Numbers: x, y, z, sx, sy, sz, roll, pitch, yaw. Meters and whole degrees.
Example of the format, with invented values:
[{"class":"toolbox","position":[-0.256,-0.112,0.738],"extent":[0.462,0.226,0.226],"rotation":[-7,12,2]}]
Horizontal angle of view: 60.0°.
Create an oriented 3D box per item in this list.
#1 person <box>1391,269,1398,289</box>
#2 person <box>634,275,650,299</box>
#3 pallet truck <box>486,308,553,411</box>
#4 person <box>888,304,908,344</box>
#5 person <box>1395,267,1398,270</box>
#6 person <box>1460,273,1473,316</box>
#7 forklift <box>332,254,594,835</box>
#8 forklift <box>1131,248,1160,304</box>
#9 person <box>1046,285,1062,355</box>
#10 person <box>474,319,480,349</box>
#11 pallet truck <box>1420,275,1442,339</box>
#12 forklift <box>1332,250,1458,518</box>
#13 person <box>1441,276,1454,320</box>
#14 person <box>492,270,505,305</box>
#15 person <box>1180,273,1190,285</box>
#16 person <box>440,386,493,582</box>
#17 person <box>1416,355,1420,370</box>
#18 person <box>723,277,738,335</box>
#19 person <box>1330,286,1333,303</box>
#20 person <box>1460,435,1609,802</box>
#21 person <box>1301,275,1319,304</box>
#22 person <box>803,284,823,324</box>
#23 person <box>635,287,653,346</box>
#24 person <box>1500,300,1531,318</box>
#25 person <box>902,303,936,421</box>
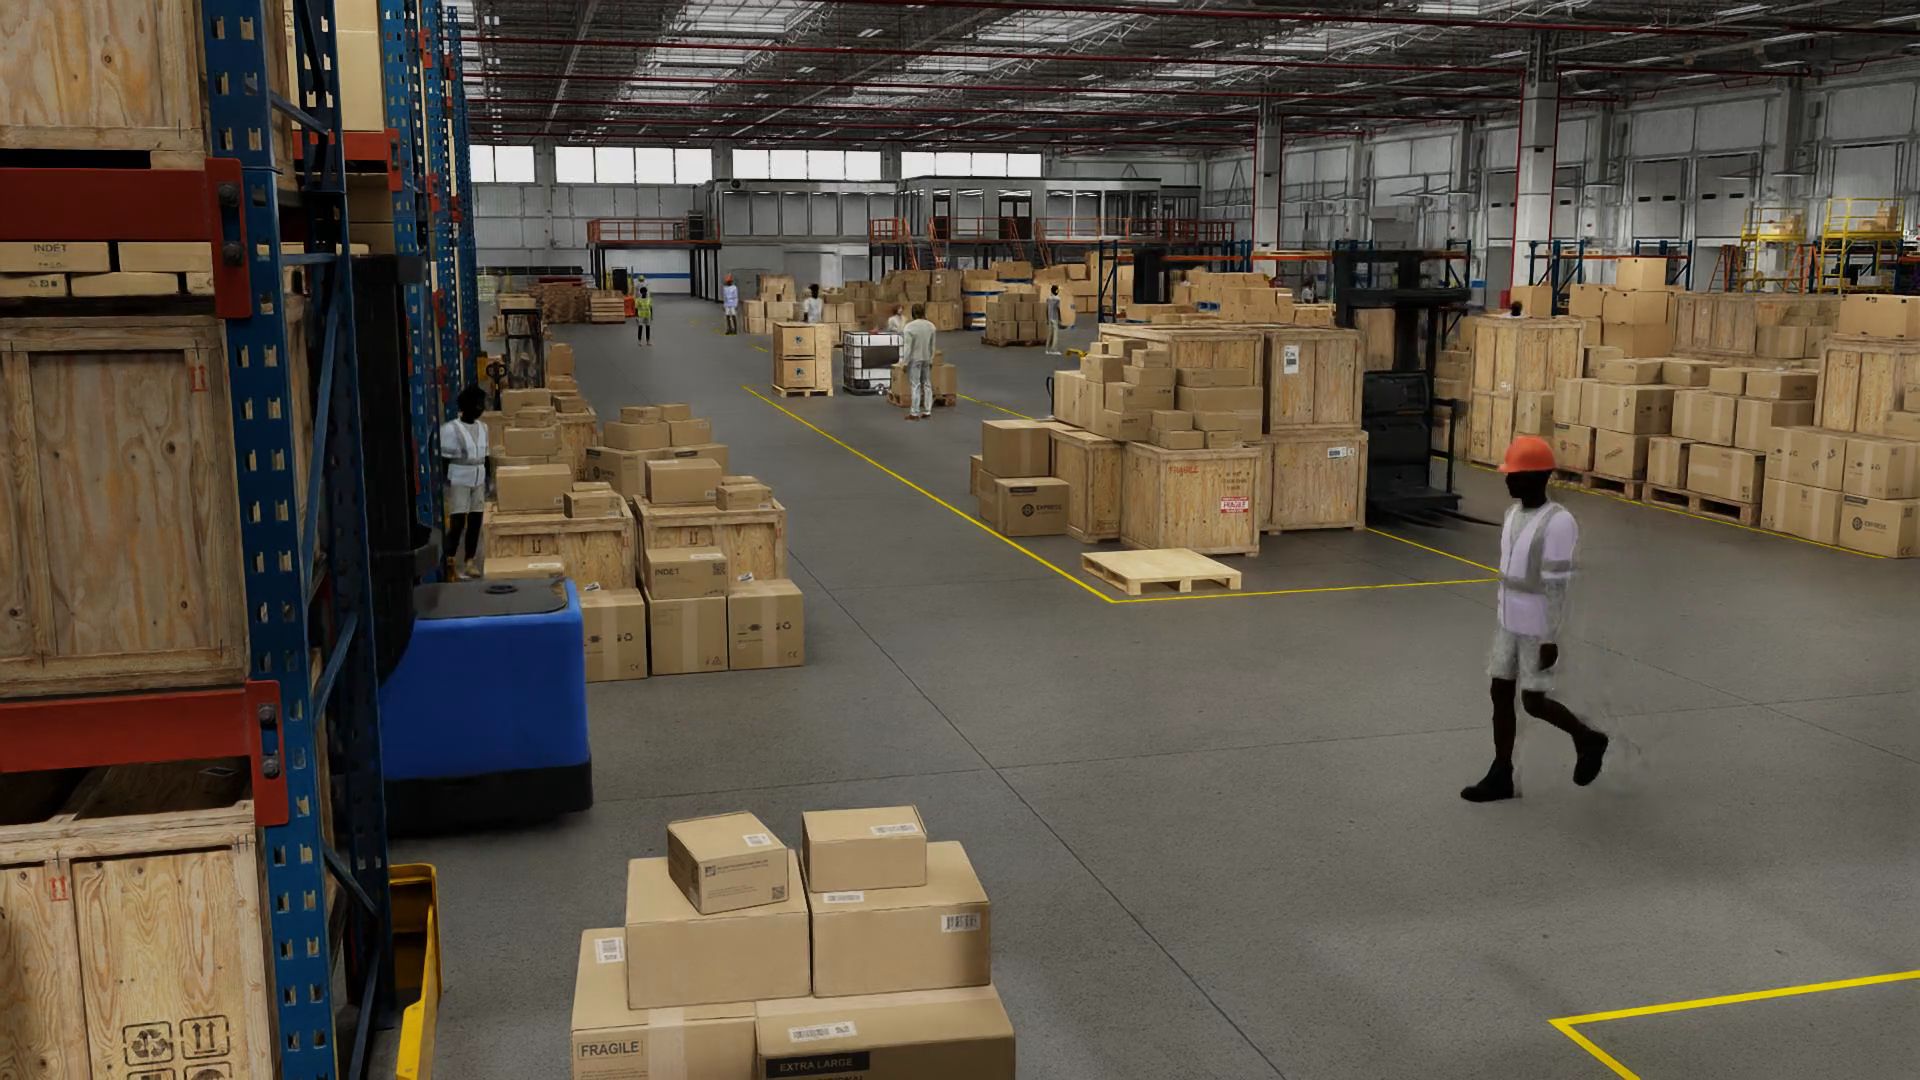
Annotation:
[{"class":"person","position":[20.367,-11.715,77.449],"extent":[0.632,1.843,0.429],"rotation":[5,11,24]},{"class":"person","position":[-12.000,-9.099,62.816],"extent":[0.611,1.789,0.942],"rotation":[-1,10,-3]},{"class":"pallet truck","position":[-6.242,-2.418,24.362],"extent":[0.823,1.965,1.885],"rotation":[1,10,3]},{"class":"person","position":[-1.380,-4.363,36.446],"extent":[0.528,1.619,0.642],"rotation":[-8,13,-38]},{"class":"person","position":[20.544,-11.943,78.624],"extent":[0.595,1.895,0.839],"rotation":[-7,12,-33]},{"class":"person","position":[19.984,-9.636,65.689],"extent":[0.546,1.834,0.877],"rotation":[2,10,13]},{"class":"forklift","position":[-2.856,-0.020,8.287],"extent":[1.873,2.768,1.129],"rotation":[-3,10,-15]},{"class":"forklift","position":[4.146,-5.171,37.451],"extent":[1.873,2.768,1.129],"rotation":[-3,10,-15]},{"class":"person","position":[2.492,-5.831,44.102],"extent":[0.322,1.859,0.511],"rotation":[-9,14,-42]},{"class":"person","position":[-13.580,-6.162,45.588],"extent":[0.611,2.002,1.037],"rotation":[4,11,23]},{"class":"pallet truck","position":[14.620,-7.324,52.145],"extent":[0.823,1.965,1.885],"rotation":[8,13,40]},{"class":"forklift","position":[4.492,-1.758,18.128],"extent":[1.129,2.768,1.873],"rotation":[-3,10,-15]},{"class":"person","position":[15.824,-7.634,54.131],"extent":[0.396,1.921,0.587],"rotation":[-9,13,-40]},{"class":"person","position":[-22.428,-12.275,81.051],"extent":[0.866,1.714,0.490],"rotation":[-2,10,-10]},{"class":"person","position":[8.406,-9.064,62.359],"extent":[0.354,1.876,0.574],"rotation":[-6,11,-29]},{"class":"person","position":[-4.251,-0.489,14.335],"extent":[0.384,1.684,0.576],"rotation":[5,11,28]},{"class":"person","position":[4.963,-1.256,18.640],"extent":[0.542,1.683,0.422],"rotation":[-6,12,-31]},{"class":"person","position":[-7.417,-7.604,54.102],"extent":[0.584,1.895,0.357],"rotation":[7,12,34]},{"class":"person","position":[12.690,-7.860,55.421],"extent":[0.937,1.905,0.639],"rotation":[8,13,37]},{"class":"person","position":[2.989,0.413,8.547],"extent":[0.701,1.919,0.554],"rotation":[-3,10,-16]},{"class":"person","position":[10.198,-6.699,48.481],"extent":[0.536,2.000,0.686],"rotation":[1,10,7]},{"class":"person","position":[-3.768,-5.567,42.412],"extent":[0.614,1.932,0.966],"rotation":[-9,13,-40]},{"class":"person","position":[-9.133,-6.460,48.104],"extent":[0.540,1.695,0.317],"rotation":[-5,11,-28]},{"class":"person","position":[11.043,-3.874,33.165],"extent":[0.638,1.799,0.726],"rotation":[2,10,13]},{"class":"person","position":[-0.687,-2.931,27.439],"extent":[0.631,1.940,0.372],"rotation":[-8,13,-39]}]
